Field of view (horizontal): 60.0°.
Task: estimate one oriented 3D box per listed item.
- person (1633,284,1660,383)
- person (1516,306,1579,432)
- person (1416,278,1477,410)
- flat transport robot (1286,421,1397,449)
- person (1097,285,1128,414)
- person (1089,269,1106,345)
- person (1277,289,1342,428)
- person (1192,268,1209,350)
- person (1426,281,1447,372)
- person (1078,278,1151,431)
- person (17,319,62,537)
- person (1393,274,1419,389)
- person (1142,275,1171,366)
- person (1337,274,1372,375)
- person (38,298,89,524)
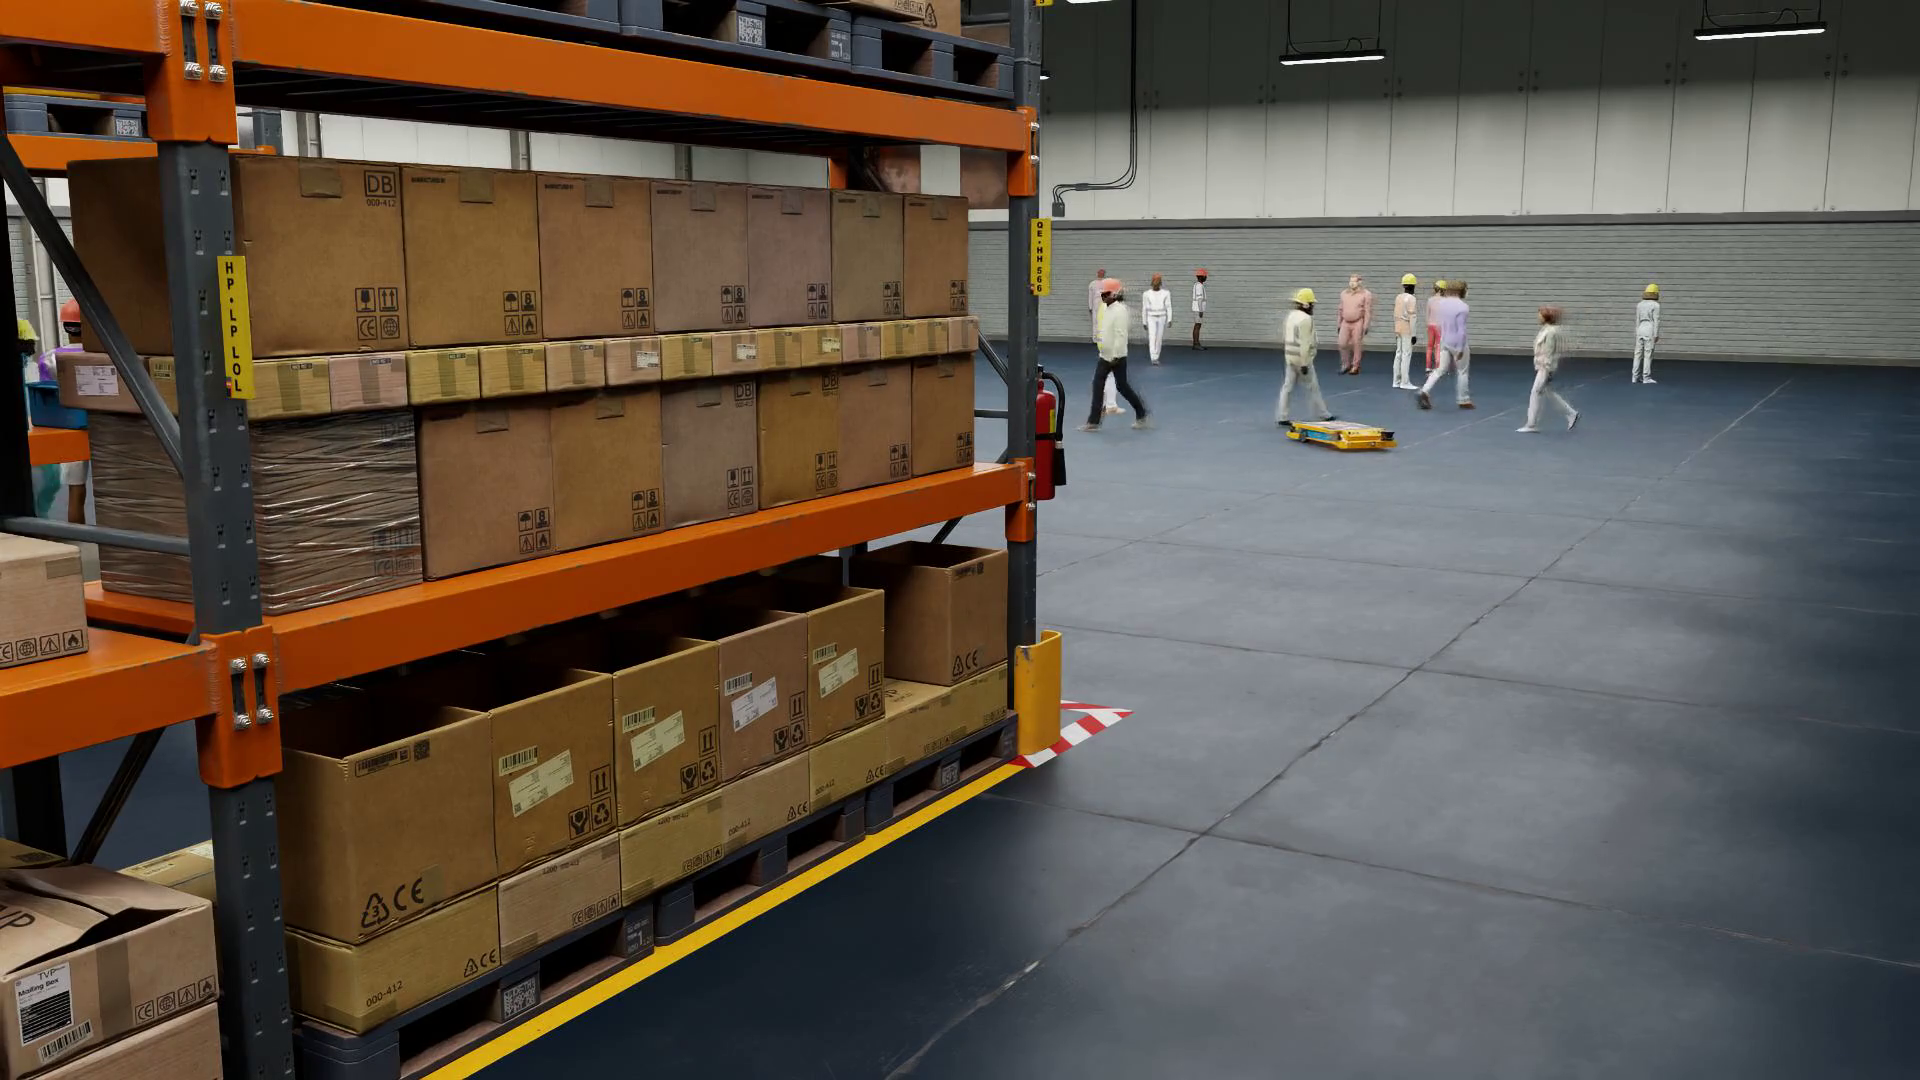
[{"bbox_3d":[12.113,-3.624,29.261,0.327,1.737,0.492,-5,11,-25],"label":"person"},{"bbox_3d":[7.455,-2.148,20.974,0.719,1.613,0.522,2,10,10],"label":"person"},{"bbox_3d":[7.080,-2.818,24.016,0.895,1.915,0.630,-4,11,-23],"label":"person"},{"bbox_3d":[4.498,-1.255,19.659,0.652,0.197,1.431,-3,10,-18],"label":"flat transport robot"},{"bbox_3d":[2.169,-2.711,23.627,0.429,1.836,0.628,-2,10,-14],"label":"person"},{"bbox_3d":[3.560,-5.866,41.877,0.643,1.909,0.409,1,10,6],"label":"person"},{"bbox_3d":[4.529,-2.339,21.536,0.872,1.792,0.621,-2,10,-13],"label":"person"},{"bbox_3d":[5.697,-5.470,39.459,0.361,1.940,0.543,0,10,1],"label":"person"},{"bbox_3d":[9.170,-4.088,31.905,0.326,1.760,0.524,-5,11,-26],"label":"person"},{"bbox_3d":[1.998,-2.358,21.201,0.951,1.962,0.615,-5,11,-26],"label":"person"},{"bbox_3d":[-7.087,-0.792,12.604,0.440,1.755,0.523,2,10,13],"label":"person"},{"bbox_3d":[7.490,-3.489,27.888,0.361,1.928,0.594,-2,10,-13],"label":"person"},{"bbox_3d":[4.028,-4.506,34.117,0.576,1.844,0.978,0,10,-2],"label":"person"},{"bbox_3d":[7.348,-4.035,31.191,0.679,1.885,0.616,7,12,35],"label":"person"},{"bbox_3d":[-6.129,-0.727,11.700,0.542,1.938,0.357,-3,10,-17],"label":"person"}]
